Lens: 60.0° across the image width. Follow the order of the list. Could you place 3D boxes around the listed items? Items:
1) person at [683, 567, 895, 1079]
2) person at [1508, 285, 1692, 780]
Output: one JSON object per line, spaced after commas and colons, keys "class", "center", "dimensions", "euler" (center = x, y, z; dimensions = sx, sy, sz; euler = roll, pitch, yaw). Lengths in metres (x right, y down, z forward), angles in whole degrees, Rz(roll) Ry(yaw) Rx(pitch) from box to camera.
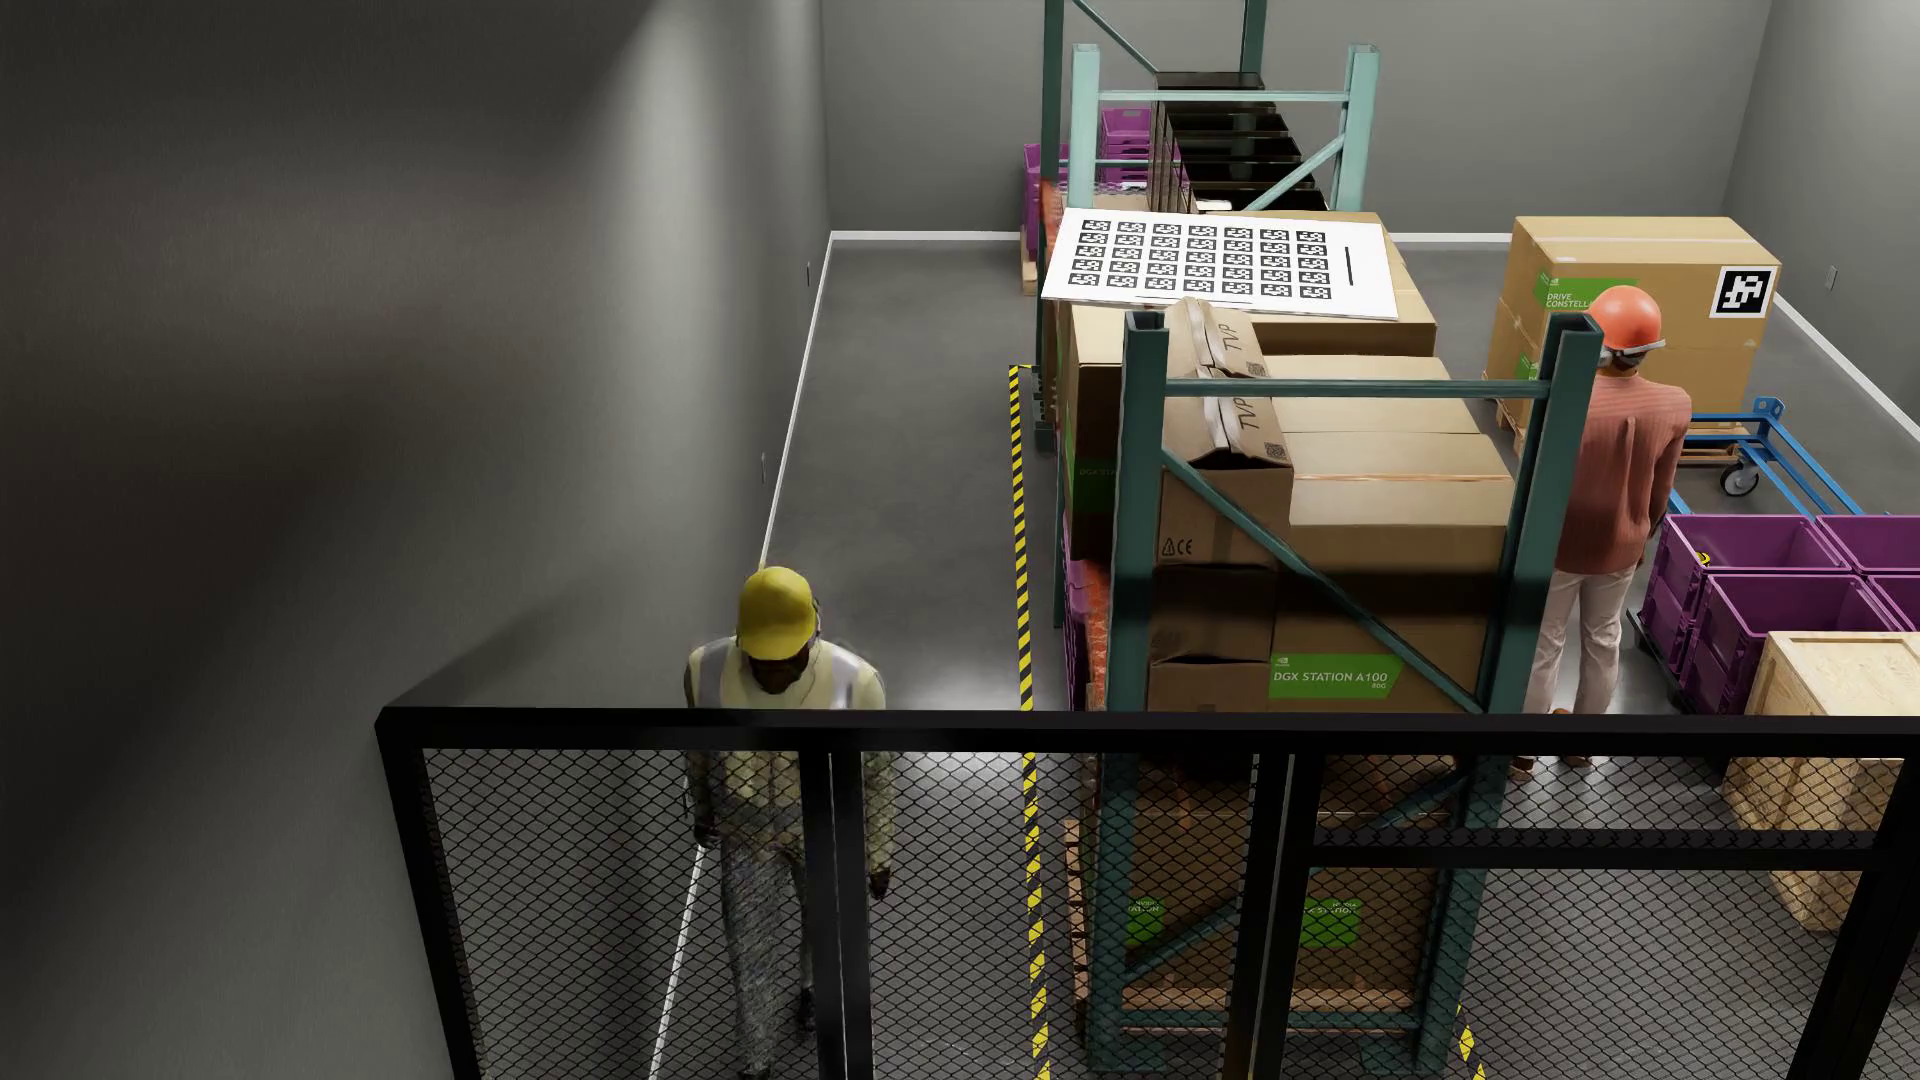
{"class": "person", "center": [-0.506, 0.898, 4.848], "dimensions": [0.631, 1.799, 0.785], "euler": [1, 31, 2]}
{"class": "person", "center": [2.294, 0.007, 6.148], "dimensions": [0.610, 1.997, 0.376], "euler": [-6, 32, -10]}
